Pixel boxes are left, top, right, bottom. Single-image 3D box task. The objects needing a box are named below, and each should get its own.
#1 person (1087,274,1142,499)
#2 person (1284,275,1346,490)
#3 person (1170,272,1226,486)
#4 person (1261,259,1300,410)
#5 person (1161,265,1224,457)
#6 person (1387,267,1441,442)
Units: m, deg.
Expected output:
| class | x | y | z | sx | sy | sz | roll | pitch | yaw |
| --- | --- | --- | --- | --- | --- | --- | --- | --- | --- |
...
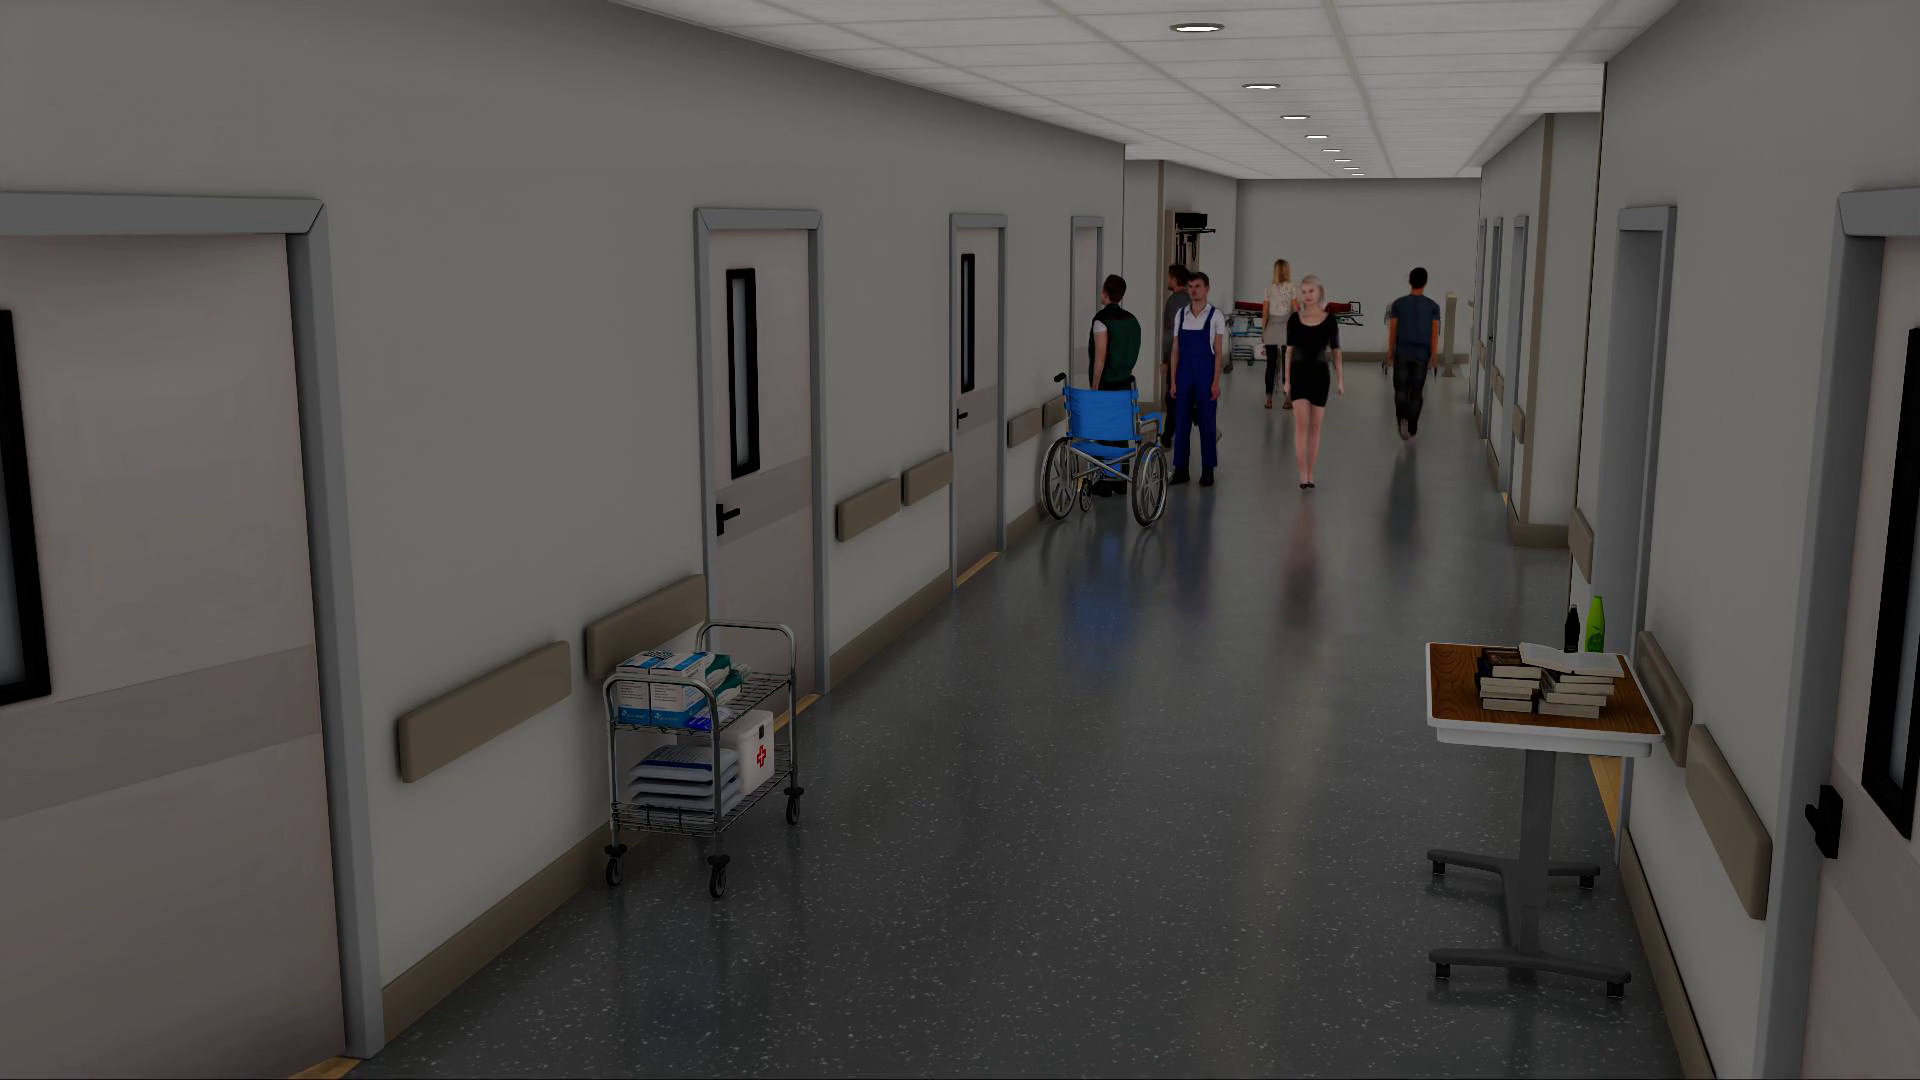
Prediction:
| class | x | y | z | sx | sy | sz | roll | pitch | yaw |
| --- | --- | --- | --- | --- | --- | --- | --- | --- | --- |
| person | 1.251 | -1.293 | 13.879 | 0.806 | 1.843 | 0.700 | 11 | 15 | 44 |
| person | 2.971 | -1.341 | 14.217 | 0.693 | 1.816 | 0.745 | 0 | 11 | -1 |
| person | 2.073 | -1.418 | 14.527 | 0.661 | 1.851 | 0.617 | 5 | 12 | 24 |
| person | 3.941 | -2.537 | 20.500 | 0.621 | 1.824 | 0.545 | 4 | 11 | 19 |
| person | 2.210 | -1.706 | 16.083 | 1.017 | 1.838 | 1.198 | 7 | 13 | 34 |
| person | 4.676 | -1.899 | 17.241 | 0.646 | 1.785 | 1.076 | 3 | 11 | 15 |
